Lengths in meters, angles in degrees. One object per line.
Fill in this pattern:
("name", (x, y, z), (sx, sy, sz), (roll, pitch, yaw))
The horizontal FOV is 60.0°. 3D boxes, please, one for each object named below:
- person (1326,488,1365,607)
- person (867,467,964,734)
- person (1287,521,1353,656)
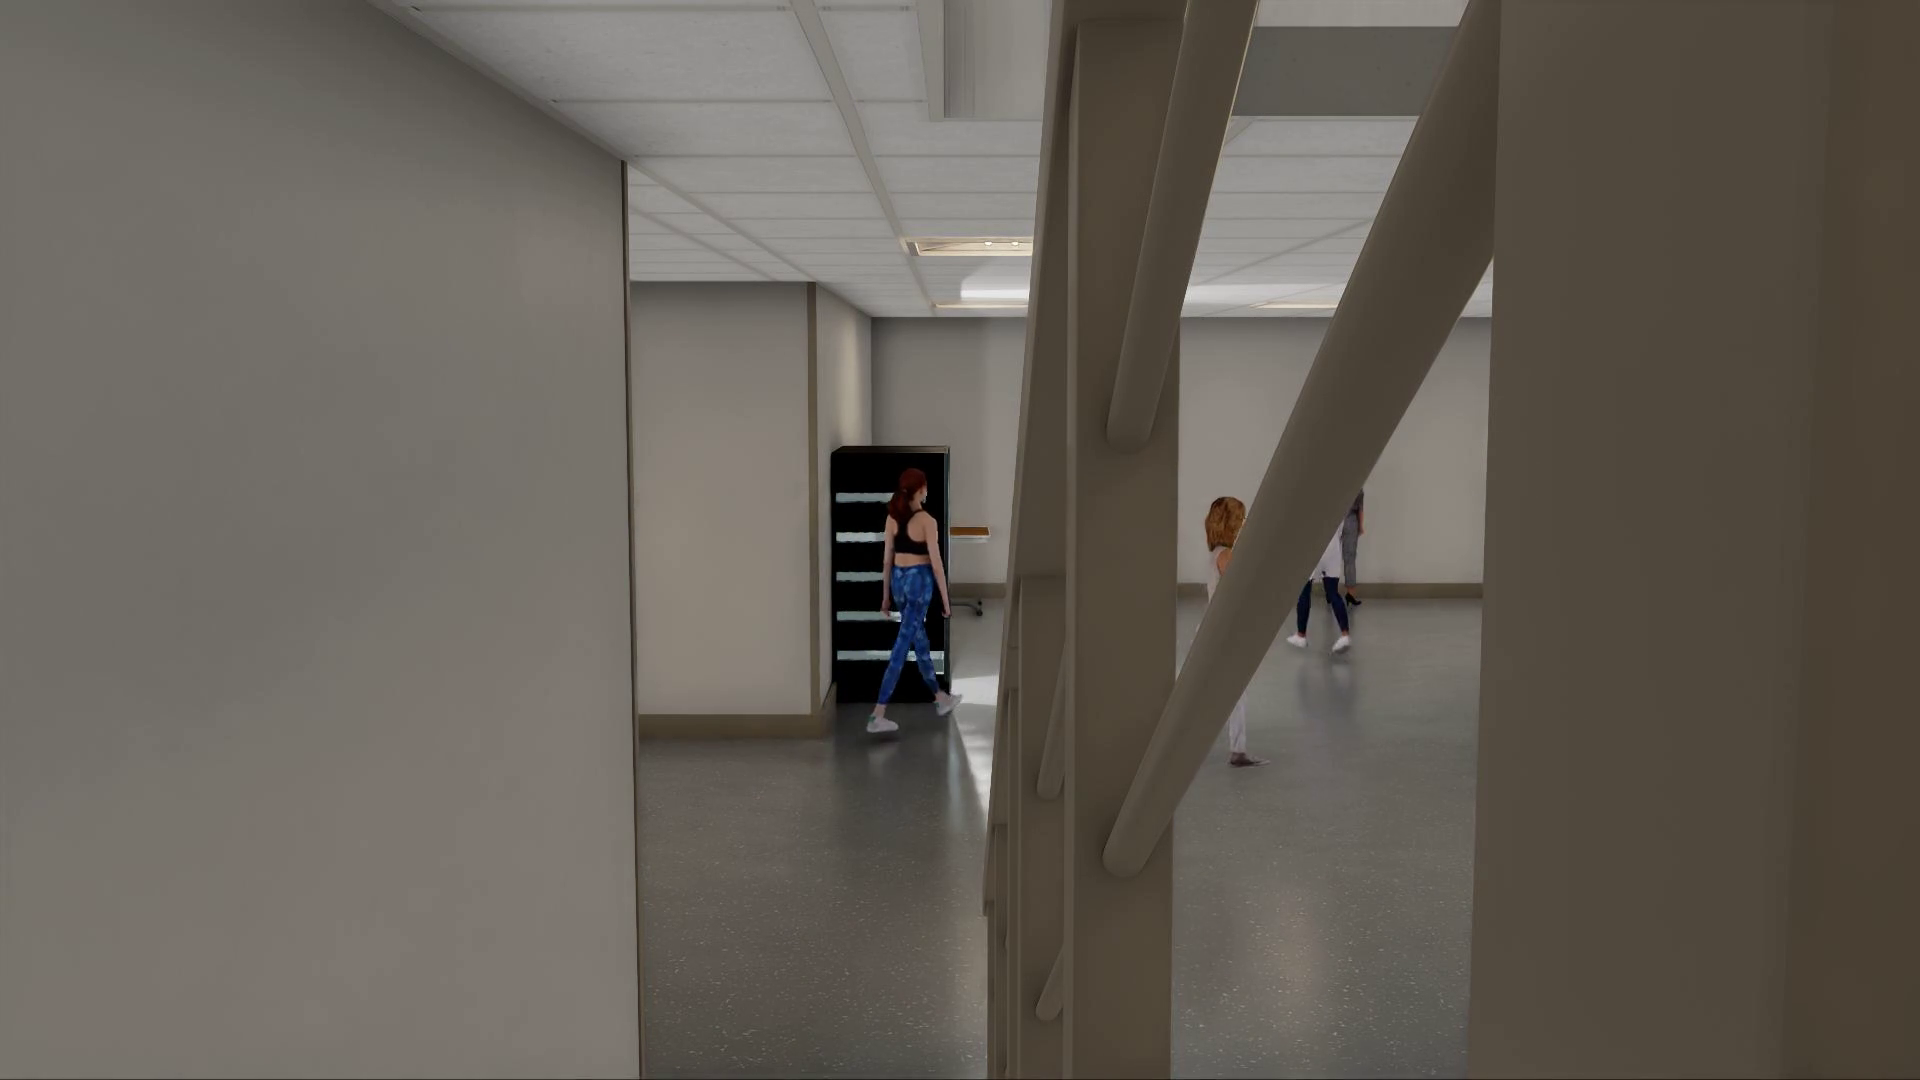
("person", (3.957, -0.163, 17.240), (0.719, 1.678, 0.763), (5, 7, 39))
("person", (-0.370, 0.447, 10.955), (1.078, 1.724, 1.253), (4, 7, 37))
("person", (3.101, 0.128, 14.056), (0.902, 1.738, 1.214), (-2, 6, -20))
